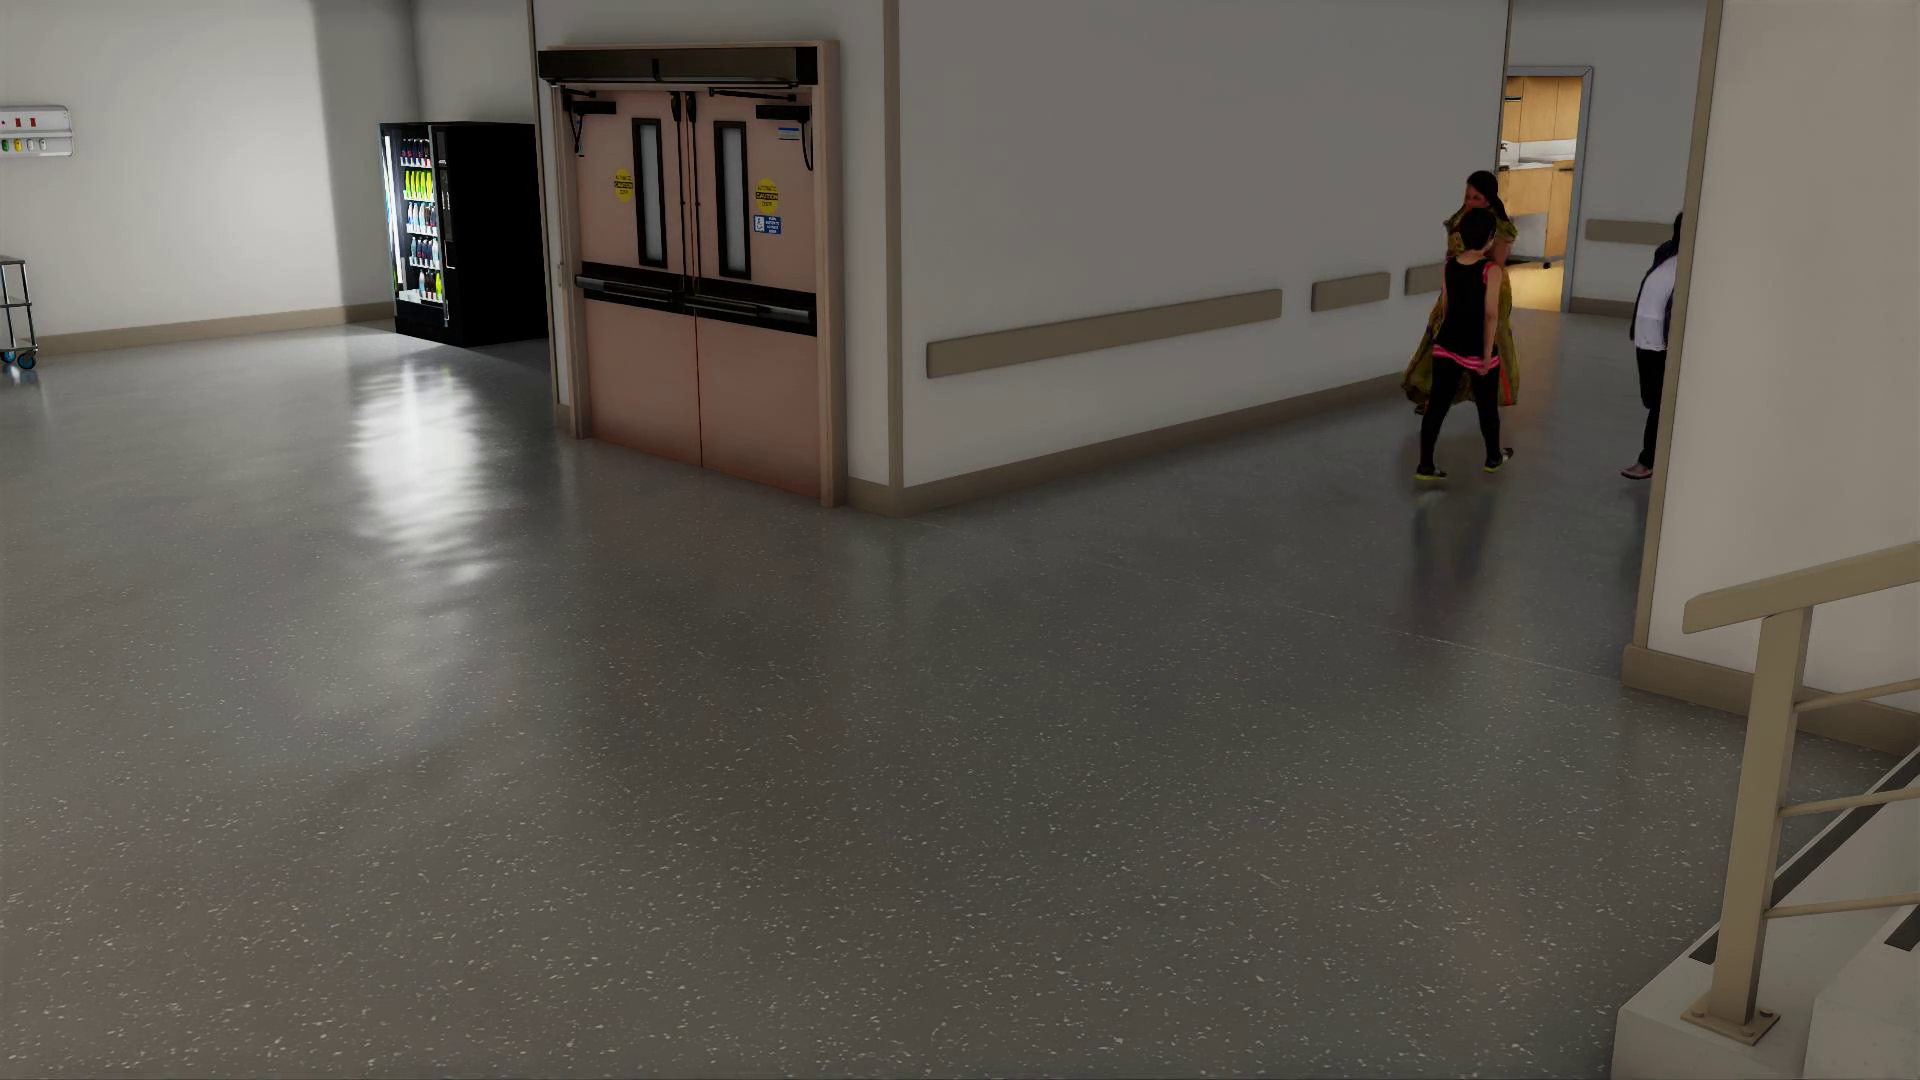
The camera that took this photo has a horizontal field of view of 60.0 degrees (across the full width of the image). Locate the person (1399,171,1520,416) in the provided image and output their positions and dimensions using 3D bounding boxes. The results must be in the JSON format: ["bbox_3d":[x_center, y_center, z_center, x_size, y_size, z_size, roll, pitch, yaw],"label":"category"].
[{"bbox_3d":[3.485,-1.605,11.081,0.860,1.598,1.279,-12,20,-36],"label":"person"}]

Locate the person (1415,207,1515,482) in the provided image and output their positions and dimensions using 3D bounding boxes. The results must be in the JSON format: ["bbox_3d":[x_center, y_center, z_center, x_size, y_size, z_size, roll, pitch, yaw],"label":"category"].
[{"bbox_3d":[2.762,-1.043,9.246,0.611,1.512,0.945,-15,21,-42],"label":"person"}]
